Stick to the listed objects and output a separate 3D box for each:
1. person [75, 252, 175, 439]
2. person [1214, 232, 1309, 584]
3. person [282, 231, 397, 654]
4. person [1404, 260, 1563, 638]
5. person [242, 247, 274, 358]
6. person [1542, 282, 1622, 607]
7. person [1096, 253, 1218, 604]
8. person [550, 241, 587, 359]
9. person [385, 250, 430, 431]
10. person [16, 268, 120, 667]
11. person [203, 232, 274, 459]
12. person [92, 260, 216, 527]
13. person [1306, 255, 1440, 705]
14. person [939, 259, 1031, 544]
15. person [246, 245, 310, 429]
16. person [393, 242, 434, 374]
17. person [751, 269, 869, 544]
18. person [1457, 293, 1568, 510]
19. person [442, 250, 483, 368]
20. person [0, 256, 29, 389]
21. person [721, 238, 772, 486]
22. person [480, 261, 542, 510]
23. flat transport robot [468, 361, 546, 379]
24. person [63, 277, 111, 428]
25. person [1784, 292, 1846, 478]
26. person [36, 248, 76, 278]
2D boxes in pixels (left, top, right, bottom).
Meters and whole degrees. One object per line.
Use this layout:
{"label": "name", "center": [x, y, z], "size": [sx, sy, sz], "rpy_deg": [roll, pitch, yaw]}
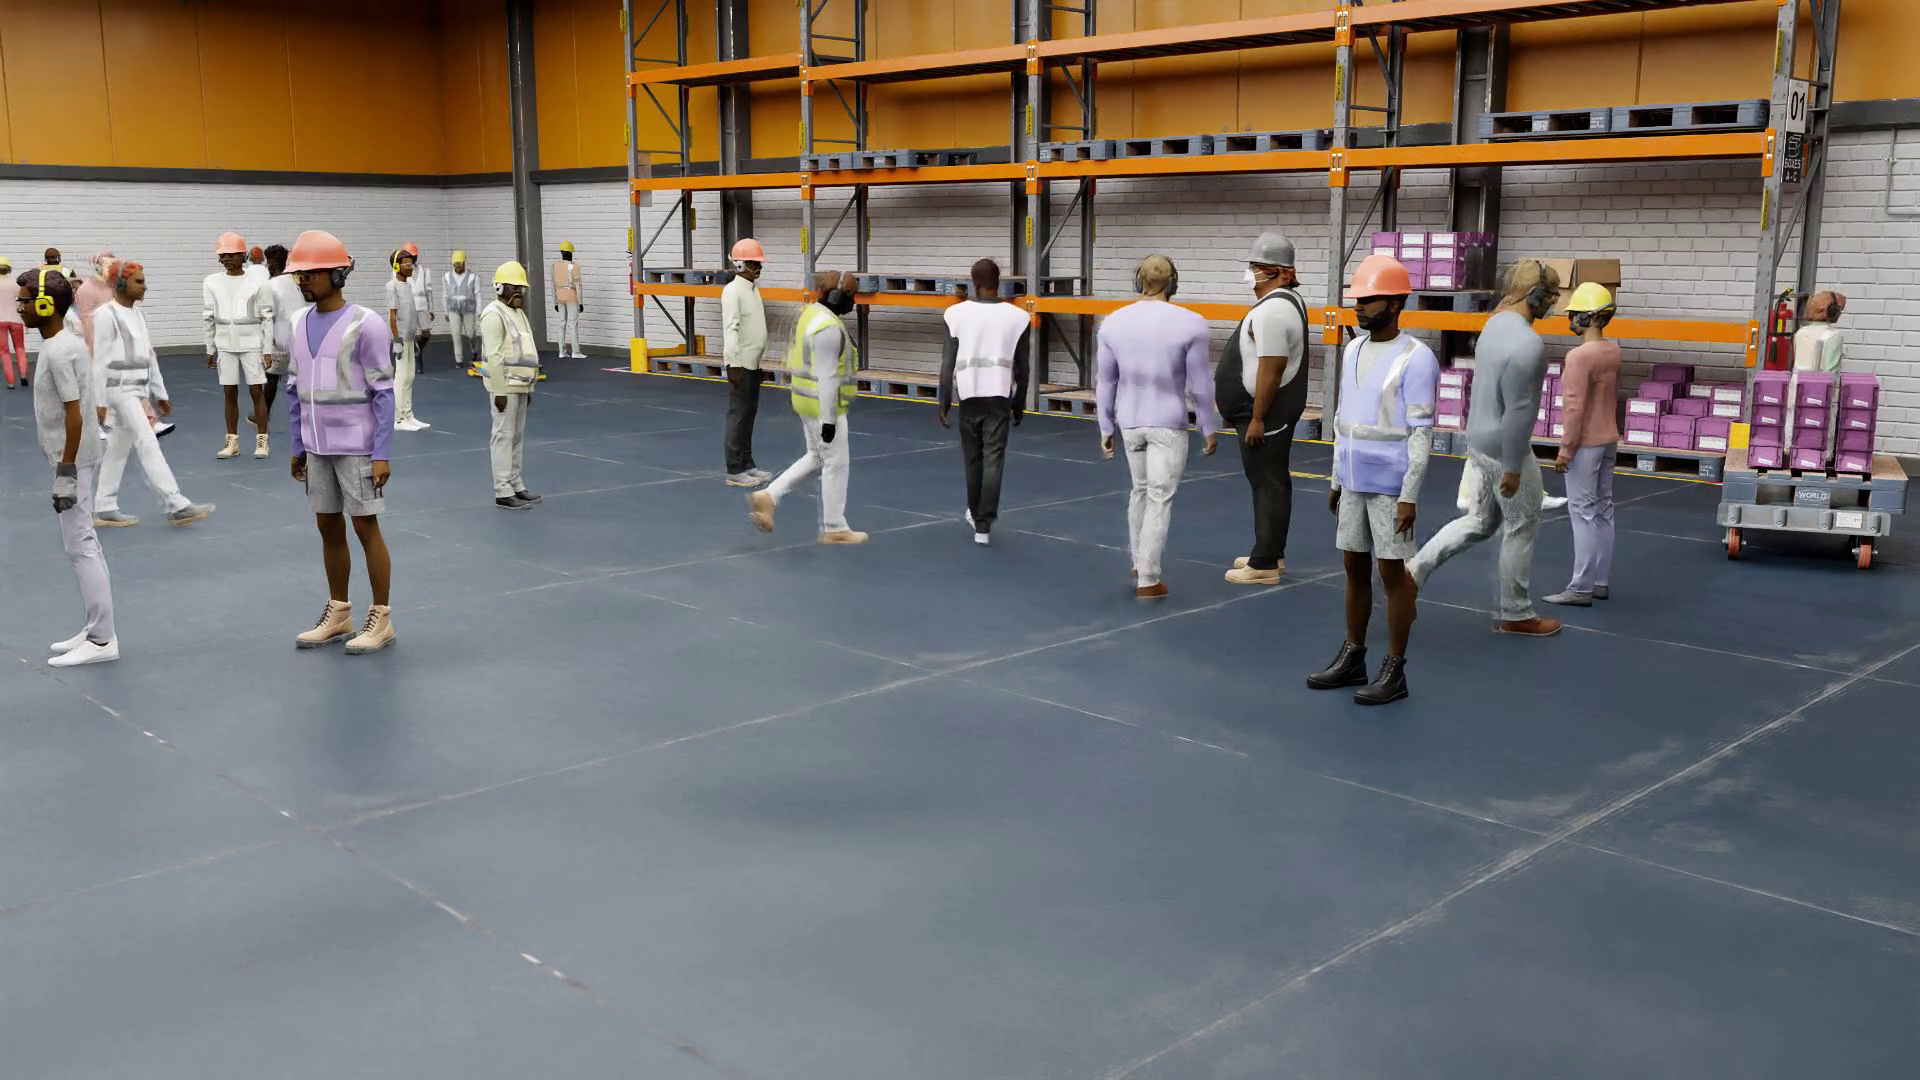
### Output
{"label": "person", "center": [-8.313, -1.897, 16.386], "size": [1.009, 1.849, 0.662], "rpy_deg": [3, 11, 18]}
{"label": "person", "center": [1.751, -0.769, 9.738], "size": [0.537, 2.000, 0.682], "rpy_deg": [4, 11, 19]}
{"label": "person", "center": [-3.020, -0.459, 8.041], "size": [0.615, 2.040, 0.391], "rpy_deg": [5, 11, 25]}
{"label": "person", "center": [2.610, -0.433, 8.290], "size": [0.830, 1.906, 0.682], "rpy_deg": [0, 10, 0]}
{"label": "person", "center": [-10.926, -3.645, 25.960], "size": [0.574, 1.852, 0.911], "rpy_deg": [-9, 14, -42]}
{"label": "person", "center": [3.417, -0.517, 9.111], "size": [0.526, 1.768, 0.331], "rpy_deg": [-10, 14, -43]}
{"label": "person", "center": [1.132, -0.627, 9.301], "size": [0.640, 1.919, 0.722], "rpy_deg": [7, 12, 32]}
{"label": "person", "center": [-6.436, -3.936, 27.319], "size": [0.585, 1.927, 0.366], "rpy_deg": [4, 11, 22]}
{"label": "person", "center": [-5.766, -2.070, 17.312], "size": [0.317, 1.865, 0.531], "rpy_deg": [0, 10, 2]}
{"label": "person", "center": [-4.224, -0.339, 7.861], "size": [0.311, 1.869, 0.532], "rpy_deg": [-5, 11, -24]}
{"label": "person", "center": [-6.529, -1.747, 15.067], "size": [0.608, 2.044, 0.371], "rpy_deg": [-1, 10, -5]}
{"label": "person", "center": [-5.632, -0.997, 11.510], "size": [0.941, 1.839, 0.606], "rpy_deg": [-1, 10, -5]}
{"label": "person", "center": [1.794, -0.256, 7.220], "size": [0.358, 1.938, 0.542], "rpy_deg": [-6, 12, -28]}
{"label": "person", "center": [0.159, -0.935, 11.137], "size": [0.605, 1.854, 0.954], "rpy_deg": [0, 10, 0]}
{"label": "person", "center": [-6.962, -2.059, 17.093], "size": [0.976, 1.914, 0.617], "rpy_deg": [7, 12, 33]}
{"label": "person", "center": [-8.008, -3.396, 24.385], "size": [0.561, 1.921, 0.502], "rpy_deg": [-7, 12, -33]}
{"label": "person", "center": [-0.969, -0.839, 10.757], "size": [0.693, 1.809, 0.679], "rpy_deg": [-3, 11, -15]}
{"label": "person", "center": [4.073, -0.999, 12.185], "size": [0.819, 1.594, 0.521], "rpy_deg": [1, 10, 7]}
{"label": "person", "center": [-7.623, -3.546, 25.523], "size": [0.601, 1.809, 0.629], "rpy_deg": [-1, 10, -5]}
{"label": "person", "center": [-12.583, -2.861, 21.947], "size": [0.528, 1.752, 0.397], "rpy_deg": [-8, 13, -36]}
{"label": "person", "center": [-1.728, -1.440, 13.523], "size": [0.396, 1.992, 0.623], "rpy_deg": [2, 11, 12]}
{"label": "person", "center": [-3.334, -1.148, 12.385], "size": [0.404, 1.829, 0.592], "rpy_deg": [1, 10, 4]}
{"label": "flat transport robot", "center": [-6.382, -2.386, 23.386], "size": [0.652, 0.197, 1.431], "rpy_deg": [-7, 12, -32]}
{"label": "person", "center": [-9.297, -1.963, 17.462], "size": [0.874, 1.591, 0.536], "rpy_deg": [5, 11, 24]}
{"label": "person", "center": [6.334, -1.001, 12.171], "size": [0.788, 1.605, 0.528], "rpy_deg": [-2, 11, -10]}
{"label": "person", "center": [-13.354, -3.400, 24.636], "size": [0.628, 1.841, 0.429], "rpy_deg": [-3, 11, -16]}
